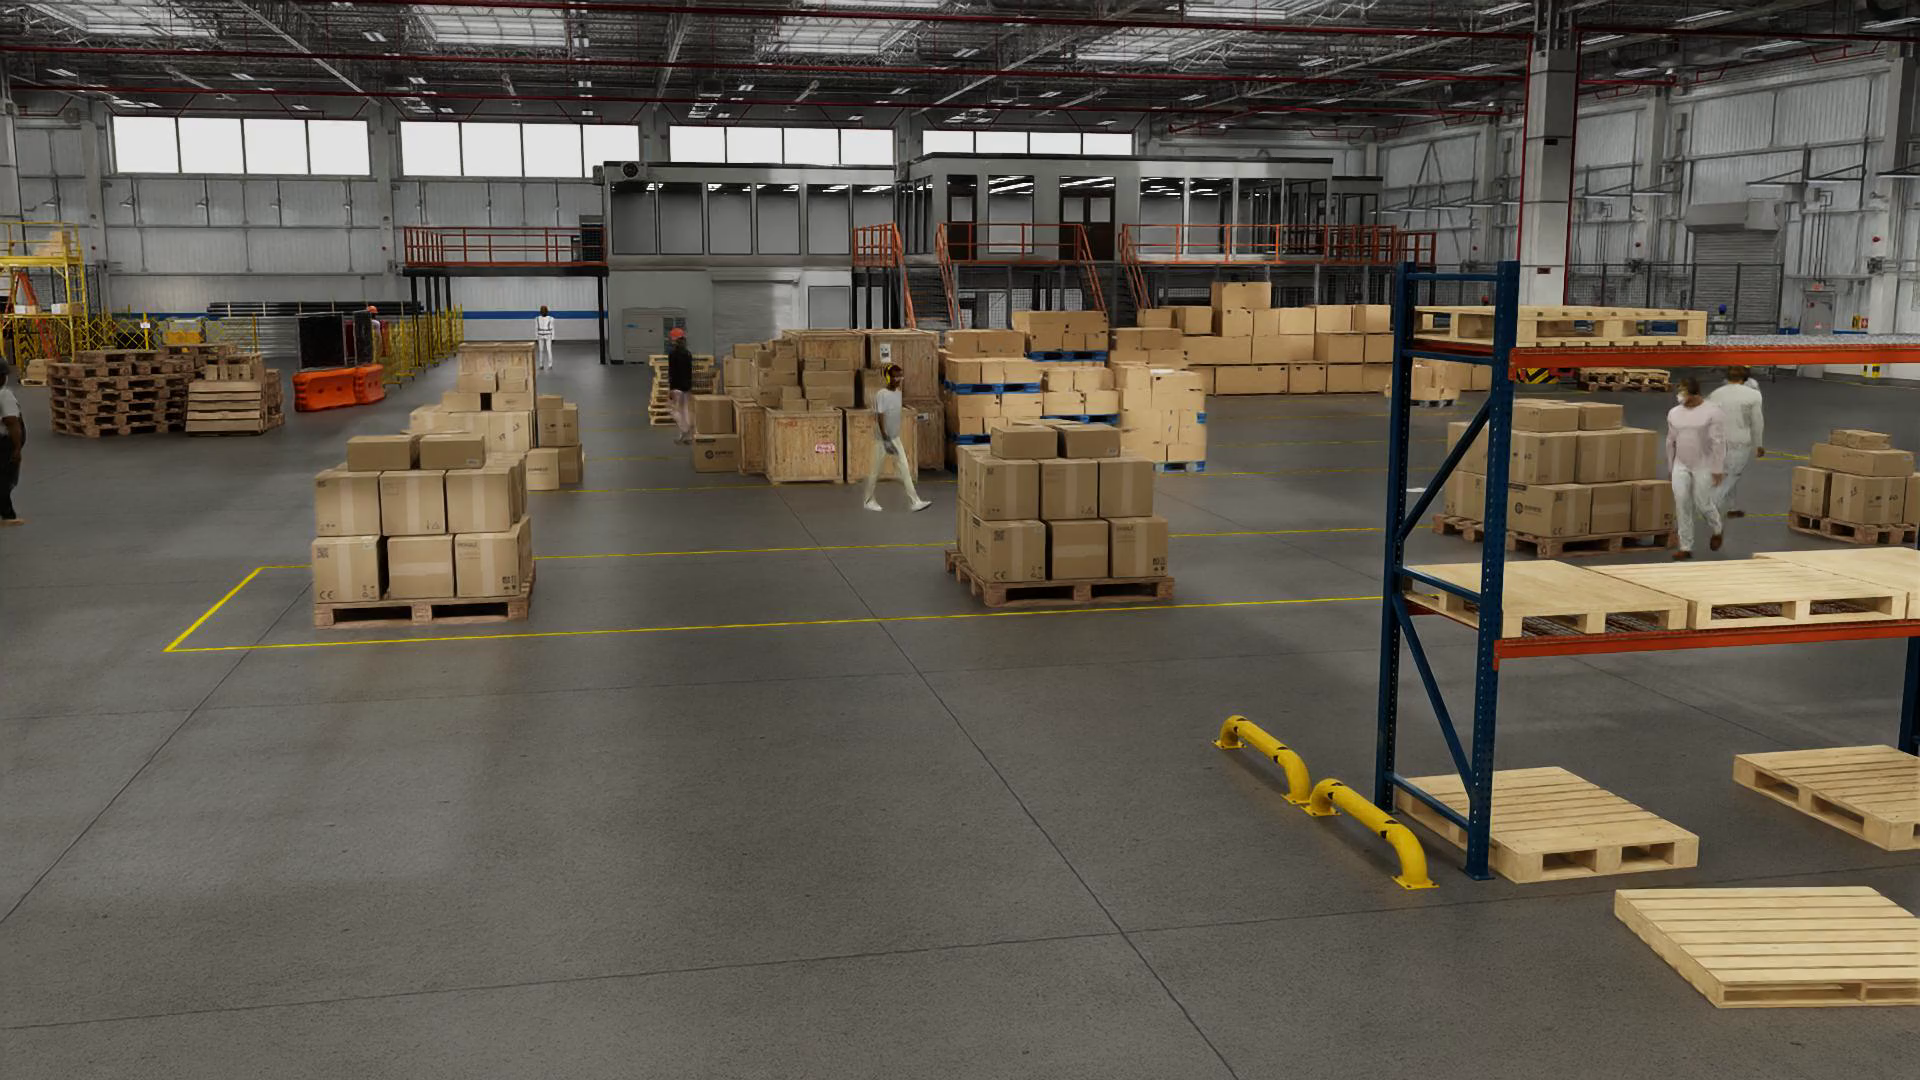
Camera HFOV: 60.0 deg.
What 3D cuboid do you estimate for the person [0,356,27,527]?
[{"bbox_3d":[-11.033,-1.111,18.949,0.698,2.000,0.808,3,10,20],"label":"person"}]

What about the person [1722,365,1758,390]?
[{"bbox_3d":[11.377,-1.825,24.305,0.493,1.722,0.740,5,10,27],"label":"person"}]

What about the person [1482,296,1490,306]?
[{"bbox_3d":[18.313,-7.517,58.125,0.622,1.996,0.368,0,9,1],"label":"person"}]

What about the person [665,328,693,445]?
[{"bbox_3d":[-4.743,-2.582,28.091,0.431,1.977,0.642,4,10,24],"label":"person"}]

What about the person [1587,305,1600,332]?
[{"bbox_3d":[18.054,-5.684,47.134,0.547,1.938,0.379,1,9,6],"label":"person"}]

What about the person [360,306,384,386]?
[{"bbox_3d":[-14.823,-4.892,42.019,0.606,2.034,0.397,4,10,25],"label":"person"}]

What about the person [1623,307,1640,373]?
[{"bbox_3d":[18.639,-5.556,46.463,0.599,1.905,0.708,-9,13,-44],"label":"person"}]

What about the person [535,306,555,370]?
[{"bbox_3d":[-12.155,-5.910,48.682,0.574,1.883,0.355,0,9,2],"label":"person"}]

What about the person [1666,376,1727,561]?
[{"bbox_3d":[7.610,-0.744,17.146,0.686,1.904,0.648,-7,12,-38],"label":"person"}]

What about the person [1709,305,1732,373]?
[{"bbox_3d":[21.584,-5.702,47.211,0.603,1.949,0.397,8,12,41],"label":"person"}]

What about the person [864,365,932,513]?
[{"bbox_3d":[-0.816,-1.231,20.369,0.988,1.818,0.517,8,12,39],"label":"person"}]

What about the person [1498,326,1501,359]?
[{"bbox_3d":[16.966,-6.469,52.293,0.632,1.819,0.719,6,11,33],"label":"person"}]

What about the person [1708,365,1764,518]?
[{"bbox_3d":[9.090,-1.150,19.631,0.954,1.905,0.631,-6,11,-33],"label":"person"}]
